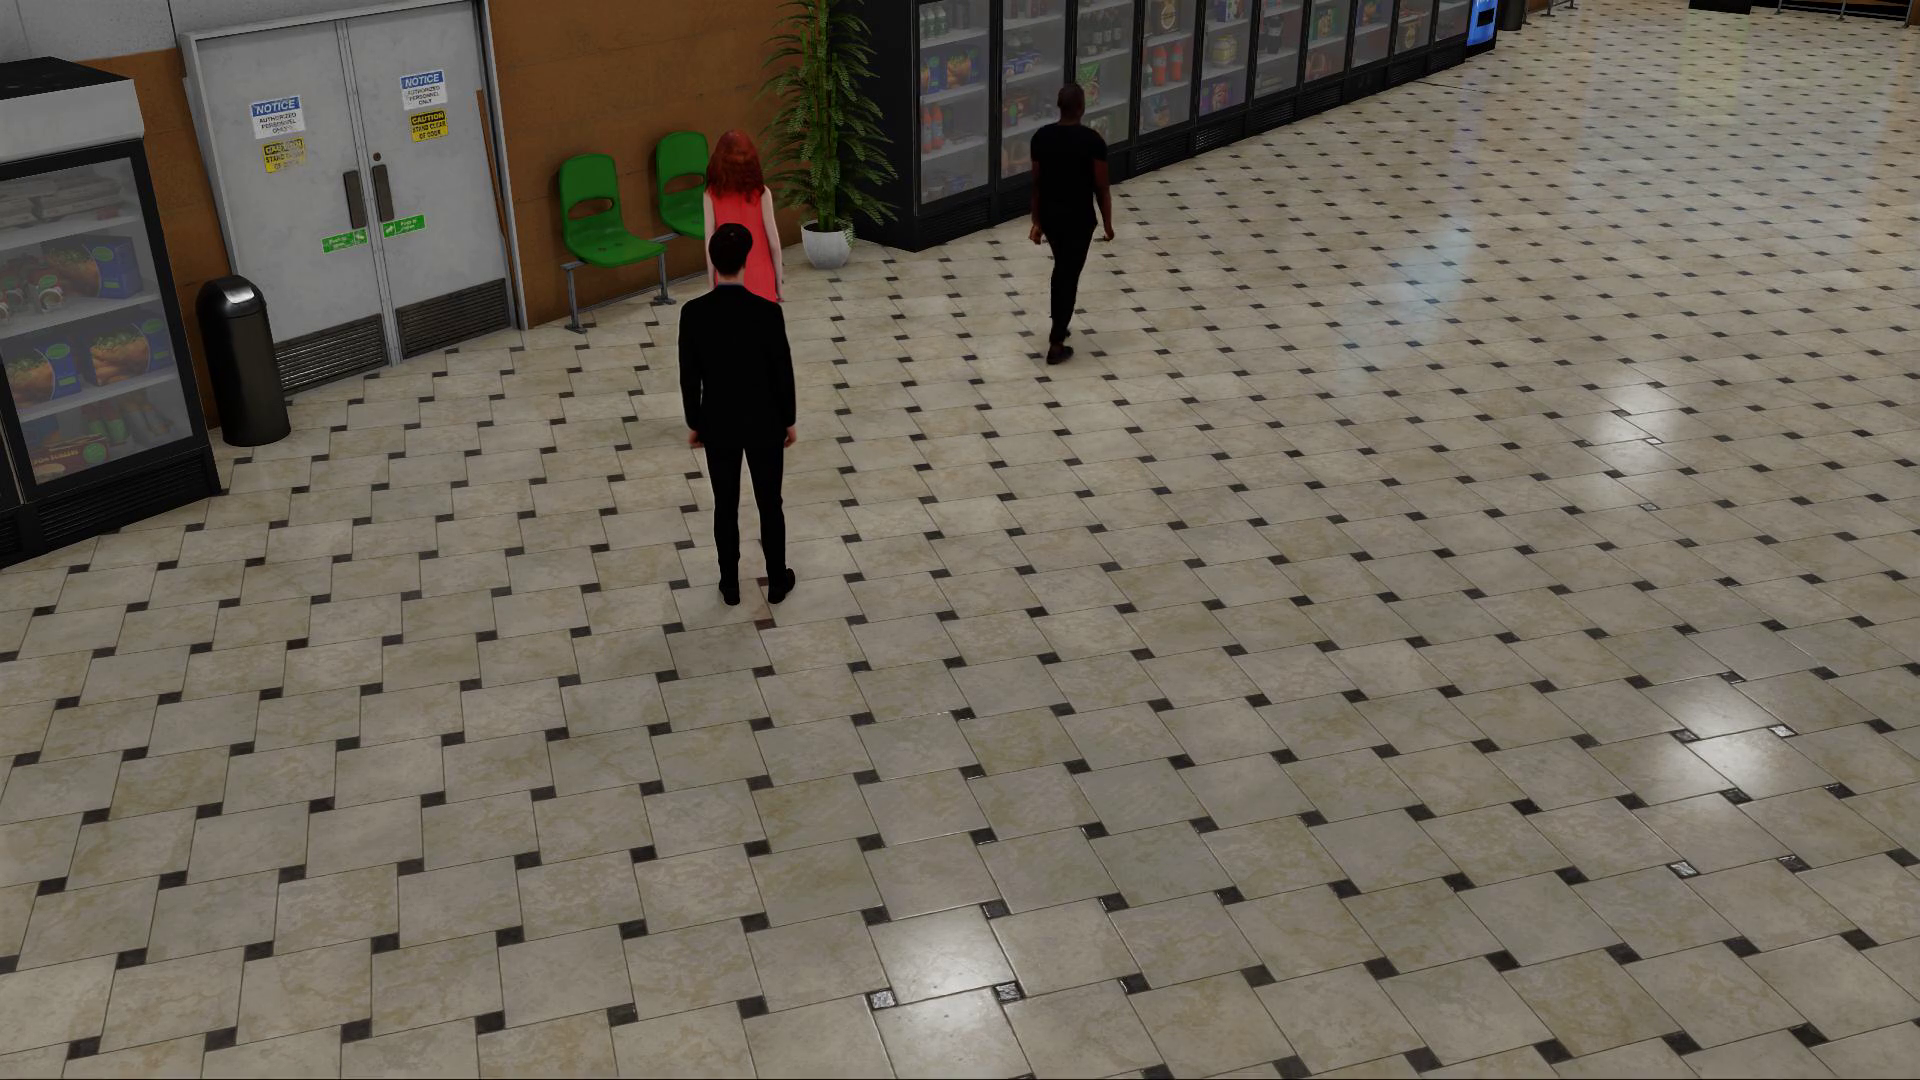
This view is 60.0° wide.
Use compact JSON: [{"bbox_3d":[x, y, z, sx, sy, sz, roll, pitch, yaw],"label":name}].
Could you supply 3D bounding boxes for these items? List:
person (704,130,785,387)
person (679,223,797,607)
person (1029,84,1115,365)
[{"bbox_3d":[-1.269,-1.504,9.807,0.637,1.828,0.718,0,27,1],"label":"person"},{"bbox_3d":[-1.038,-0.569,7.890,0.773,1.894,0.846,-1,27,-1],"label":"person"},{"bbox_3d":[0.662,-2.027,10.869,0.732,1.800,0.785,17,32,30],"label":"person"}]
